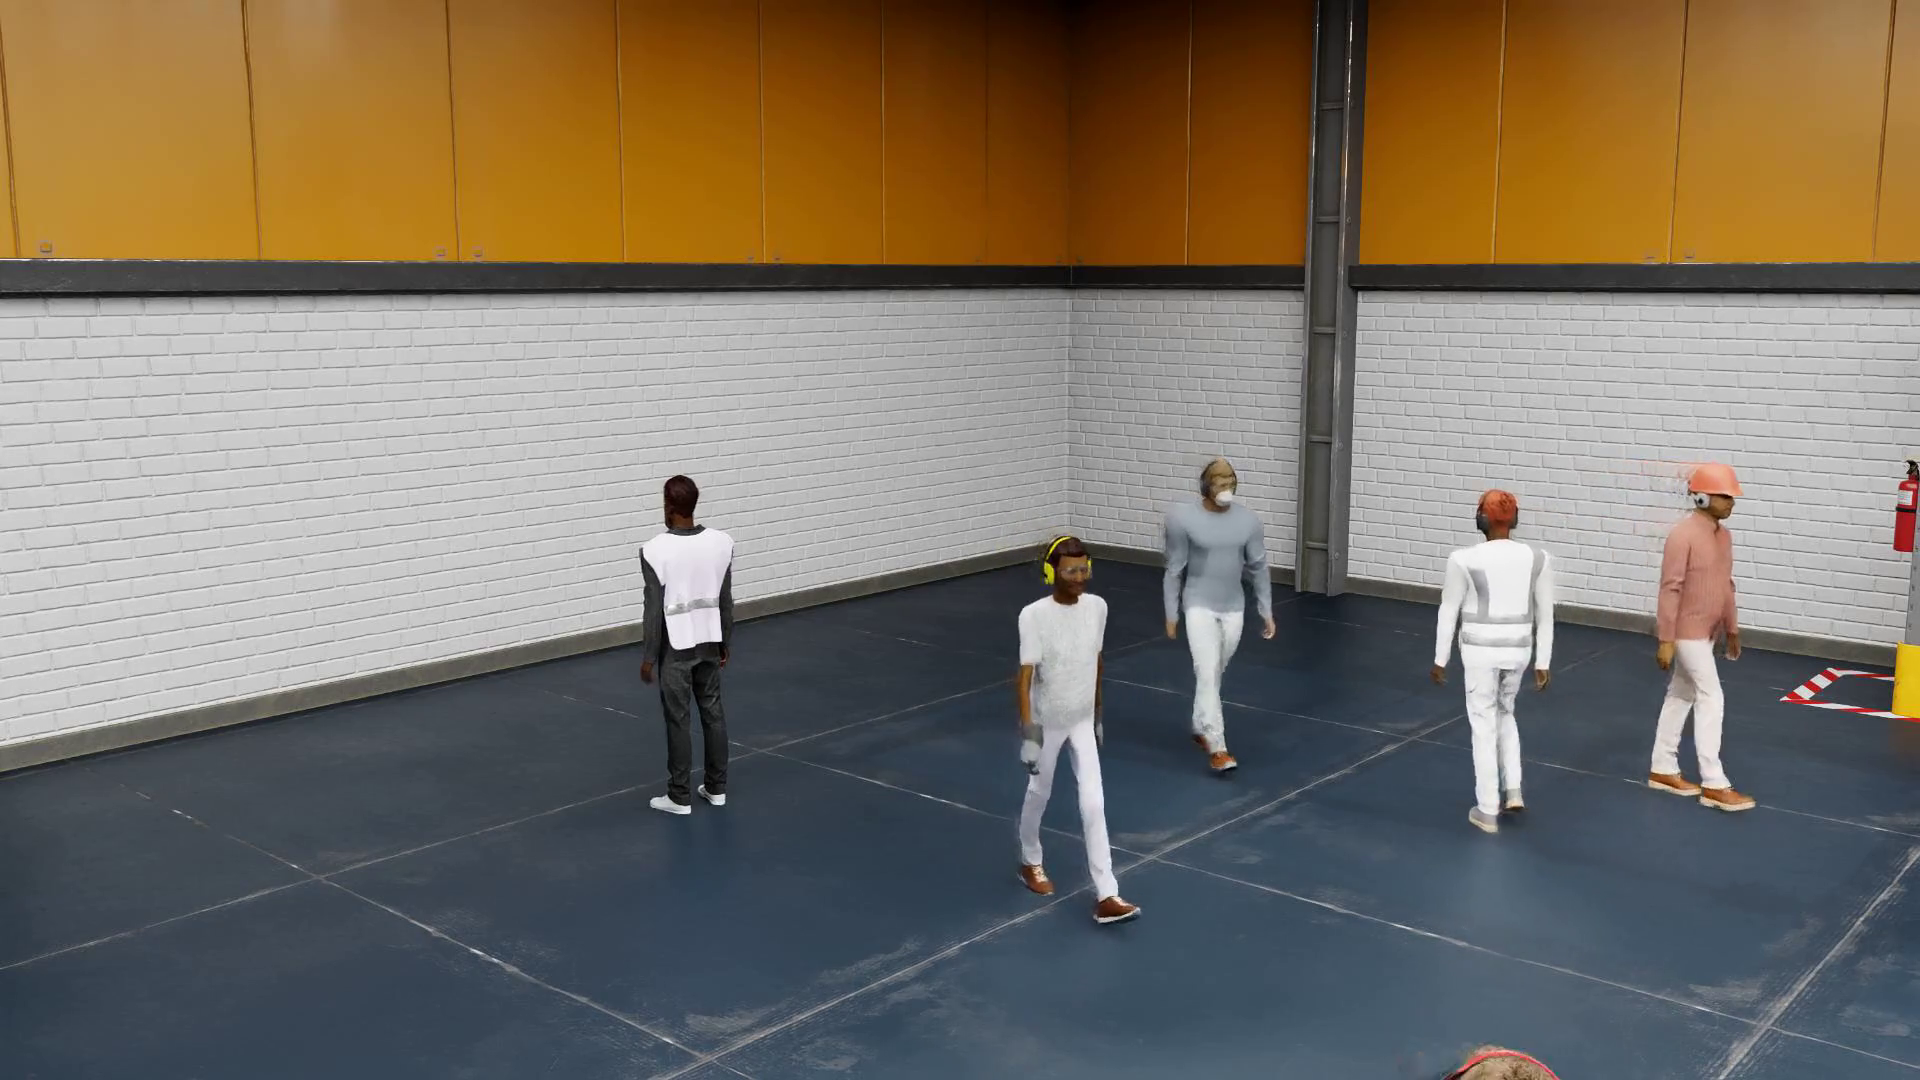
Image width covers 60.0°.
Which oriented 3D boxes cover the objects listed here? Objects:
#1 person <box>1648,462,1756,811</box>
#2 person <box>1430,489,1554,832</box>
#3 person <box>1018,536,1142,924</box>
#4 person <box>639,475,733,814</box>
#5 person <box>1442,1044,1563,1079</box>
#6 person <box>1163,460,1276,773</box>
[{"bbox_3d":[4.337,0.547,9.485,0.646,1.968,0.807,-9,12,-43],"label":"person"},{"bbox_3d":[2.926,0.658,9.125,0.590,1.865,0.465,-1,9,-9],"label":"person"},{"bbox_3d":[0.510,0.885,7.860,0.557,1.814,0.986,-4,10,-25],"label":"person"},{"bbox_3d":[-1.531,0.593,9.390,0.605,1.919,0.385,-9,12,-43],"label":"person"},{"bbox_3d":[0.808,1.722,2.619,0.651,1.818,0.392,-6,11,-31],"label":"person"},{"bbox_3d":[1.622,0.465,10.220,0.654,1.895,0.956,-3,9,-17],"label":"person"}]
